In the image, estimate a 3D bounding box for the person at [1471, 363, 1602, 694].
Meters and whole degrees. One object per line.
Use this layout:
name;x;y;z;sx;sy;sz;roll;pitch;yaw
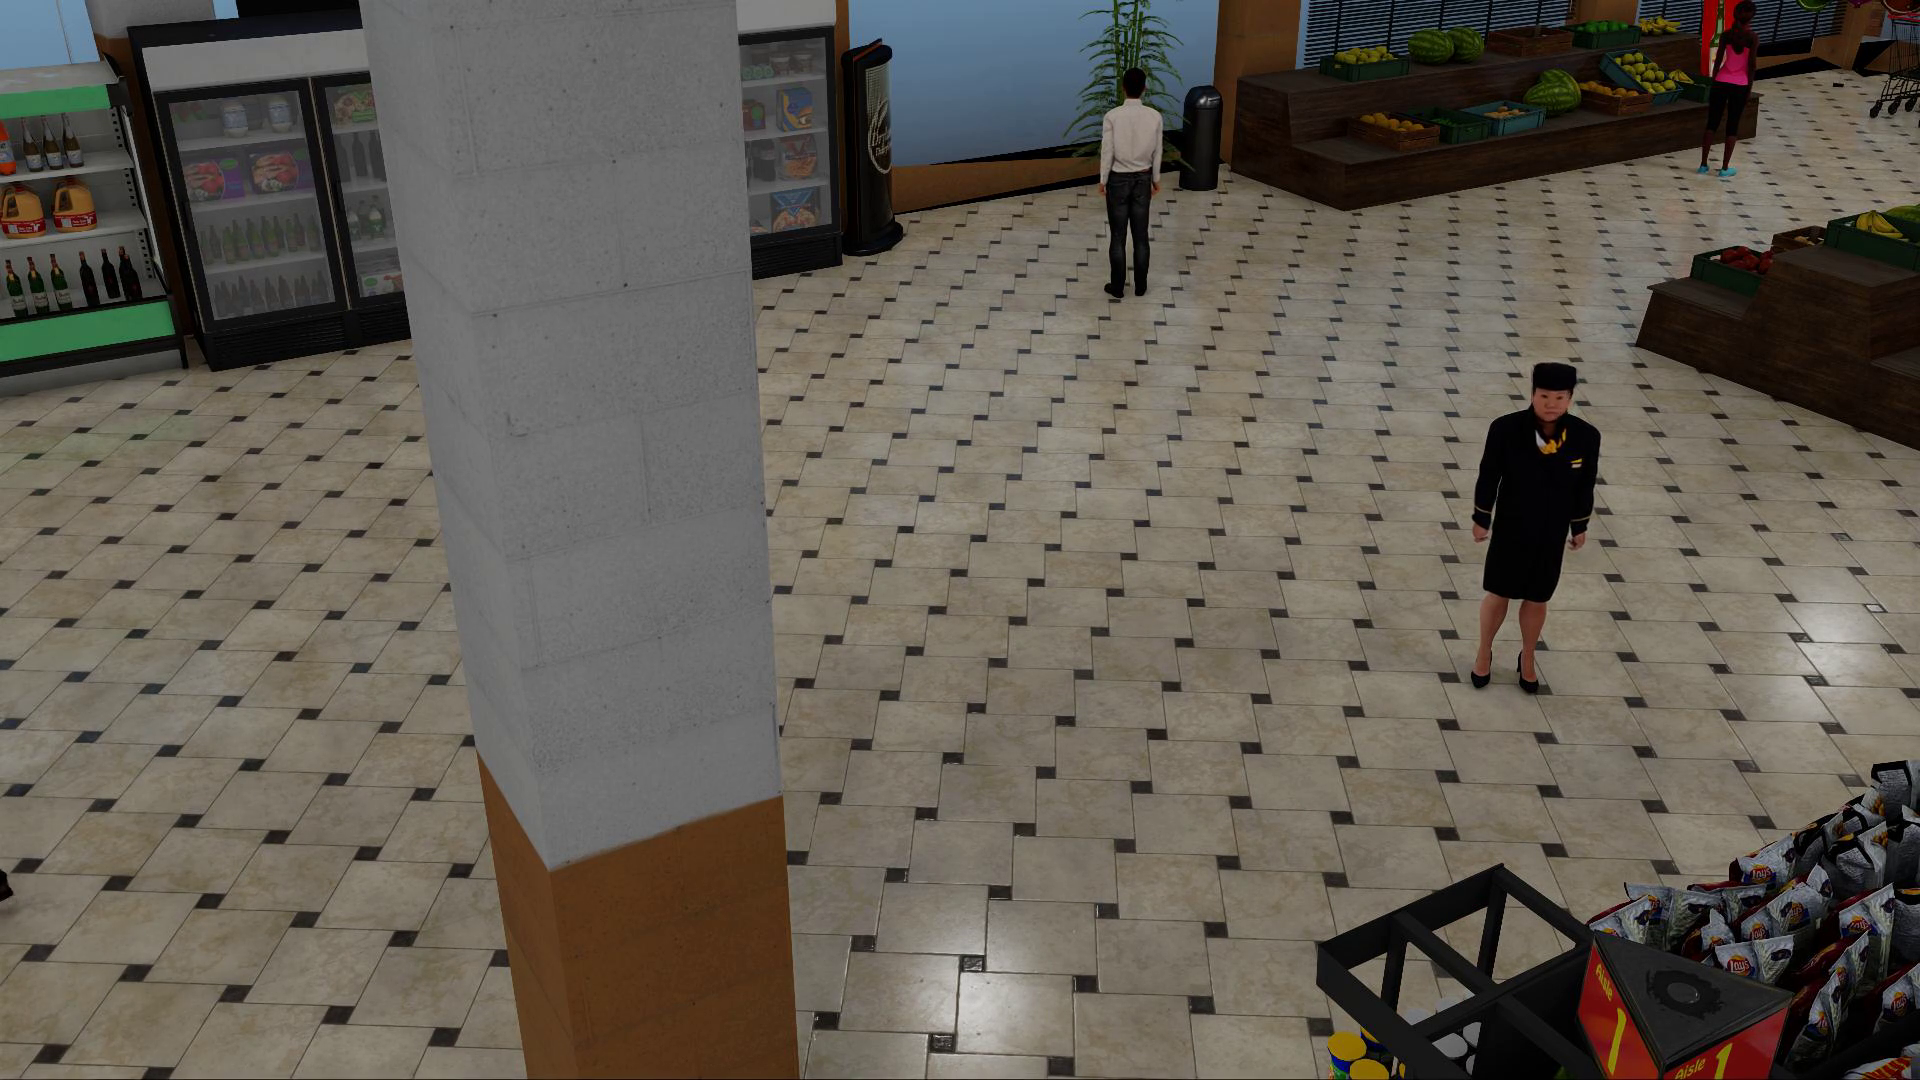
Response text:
person;2.718;-0.051;7.922;0.795;1.671;0.865;6;27;11

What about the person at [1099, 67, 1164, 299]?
person;1.353;-2.843;13.273;0.631;1.810;0.791;-3;27;-7

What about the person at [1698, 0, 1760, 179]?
person;7.729;-4.530;16.696;0.618;1.723;0.632;23;35;38
